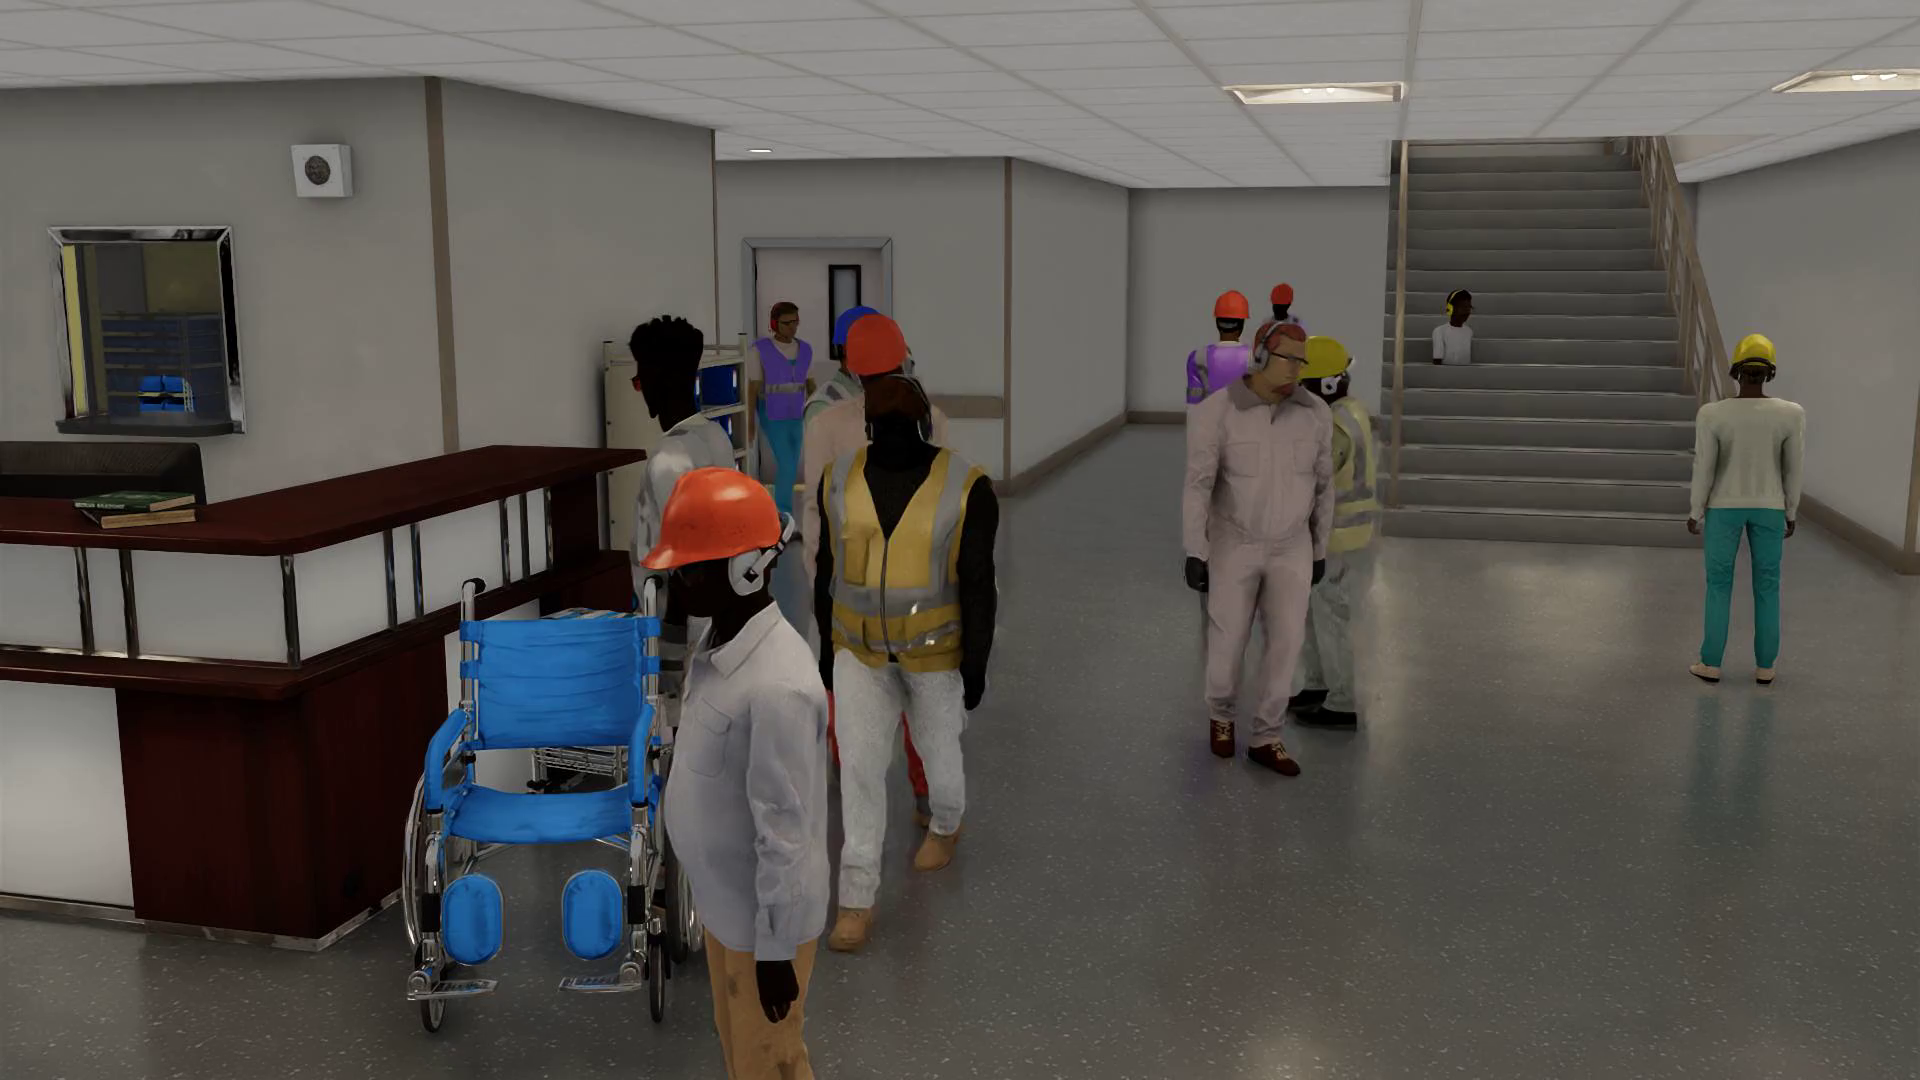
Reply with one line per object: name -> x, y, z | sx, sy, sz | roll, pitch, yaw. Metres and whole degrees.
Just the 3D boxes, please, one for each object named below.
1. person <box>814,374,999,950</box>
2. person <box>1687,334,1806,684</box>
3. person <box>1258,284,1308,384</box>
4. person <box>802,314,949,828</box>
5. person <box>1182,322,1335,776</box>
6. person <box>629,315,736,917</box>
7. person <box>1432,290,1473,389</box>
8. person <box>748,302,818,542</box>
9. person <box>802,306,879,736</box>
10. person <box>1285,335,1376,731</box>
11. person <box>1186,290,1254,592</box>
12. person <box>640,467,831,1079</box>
person -> -0.176, 0.339, 5.488 | 0.630, 1.791, 0.981 | 2, 10, 12
person -> 3.956, -0.151, 8.403 | 0.523, 1.769, 0.316 | 2, 10, 12
person -> 3.239, -1.635, 16.826 | 0.681, 1.894, 0.604 | -9, 13, -44
person -> -0.296, 0.122, 6.284 | 0.639, 1.931, 0.961 | -4, 10, -23
person -> 1.256, 0.026, 7.011 | 0.686, 1.879, 0.548 | -1, 10, -8
person -> -0.891, 0.251, 5.459 | 0.369, 1.963, 0.609 | 1, 10, 3
person -> 4.348, -1.268, 14.695 | 0.535, 1.864, 0.309 | -7, 12, -36
person -> -1.302, -0.881, 12.542 | 0.512, 1.817, 0.711 | 9, 13, 41
person -> -0.473, -0.078, 7.501 | 0.421, 1.939, 0.600 | 4, 11, 24
person -> 1.611, -0.021, 7.553 | 0.524, 1.800, 0.588 | 3, 10, 18
person -> 1.721, -0.622, 10.681 | 0.551, 1.936, 0.374 | 2, 10, 13
person -> -0.451, 0.715, 3.374 | 0.352, 1.743, 0.564 | -4, 10, -20
